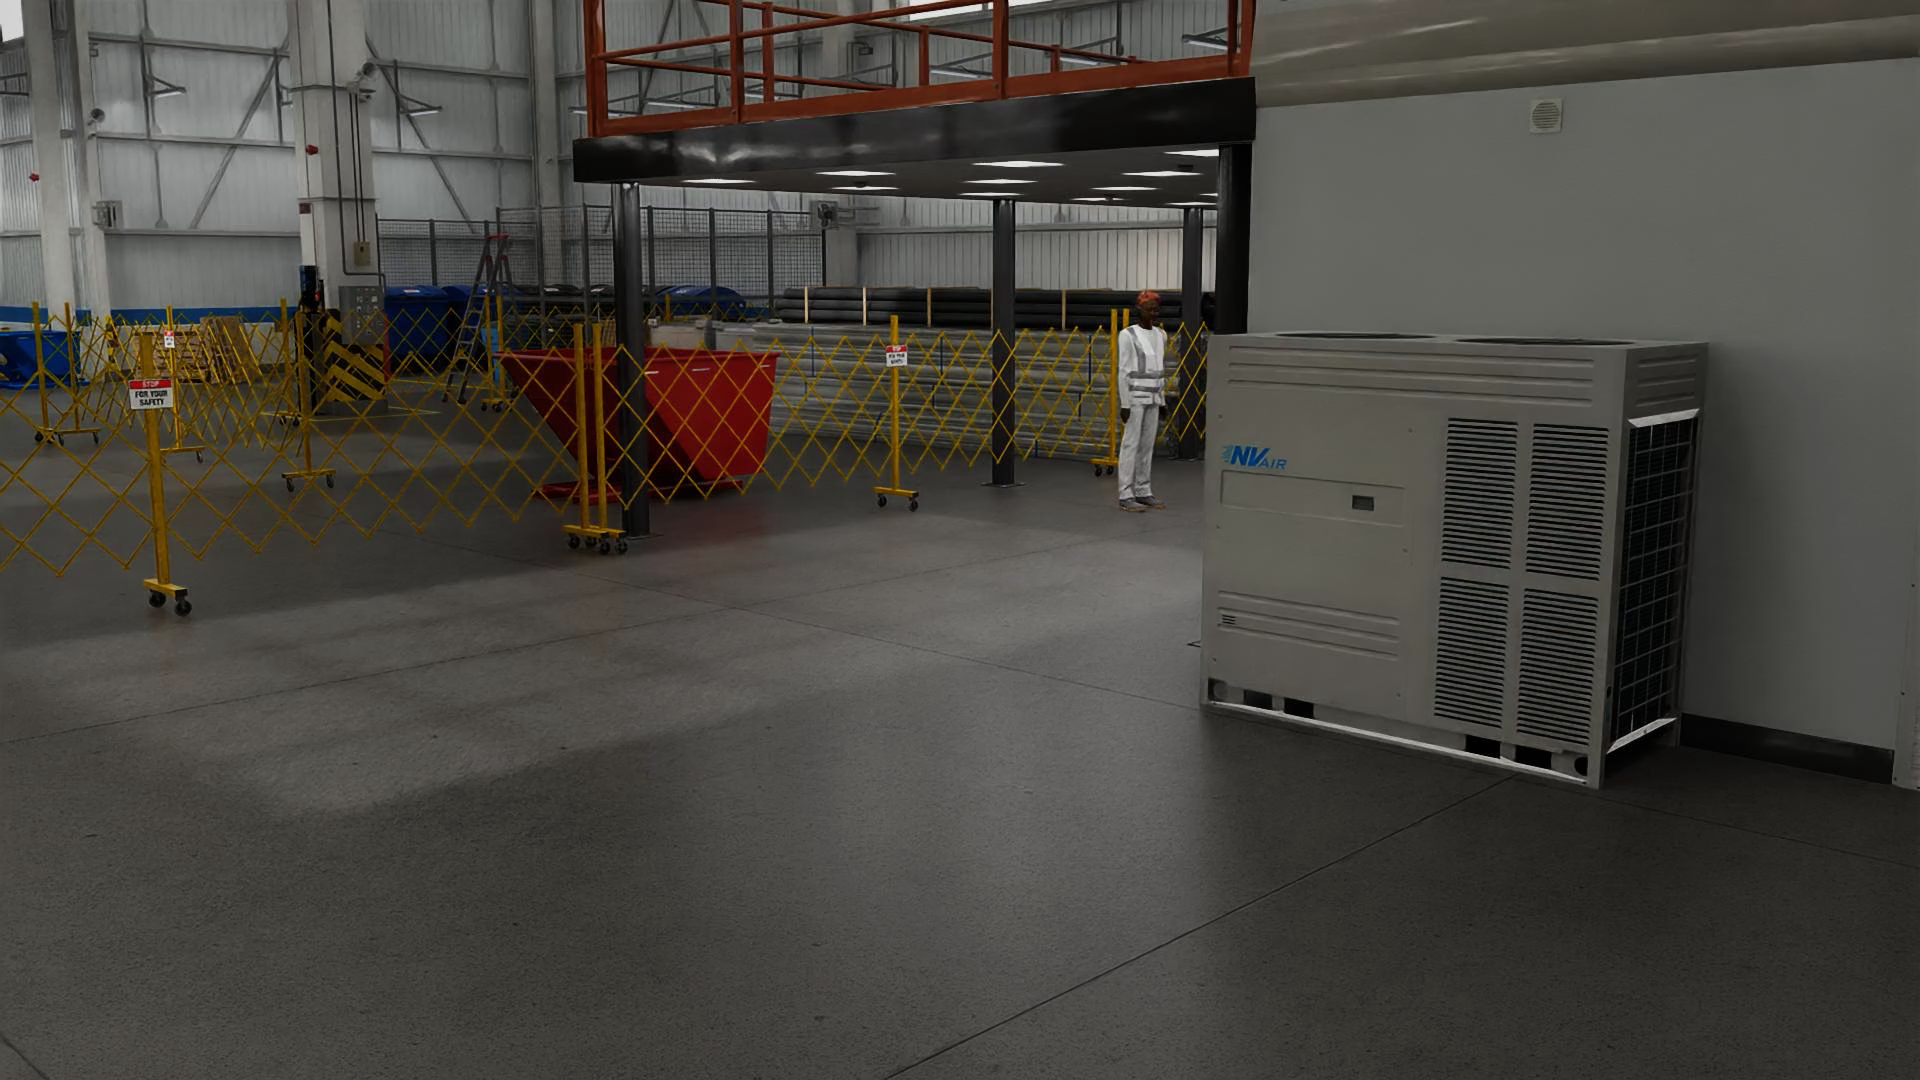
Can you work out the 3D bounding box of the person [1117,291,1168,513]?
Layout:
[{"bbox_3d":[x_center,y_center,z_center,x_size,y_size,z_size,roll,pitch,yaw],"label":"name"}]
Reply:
[{"bbox_3d":[1.571,-1.182,14.249,0.575,1.881,0.356,-9,13,-44],"label":"person"}]
